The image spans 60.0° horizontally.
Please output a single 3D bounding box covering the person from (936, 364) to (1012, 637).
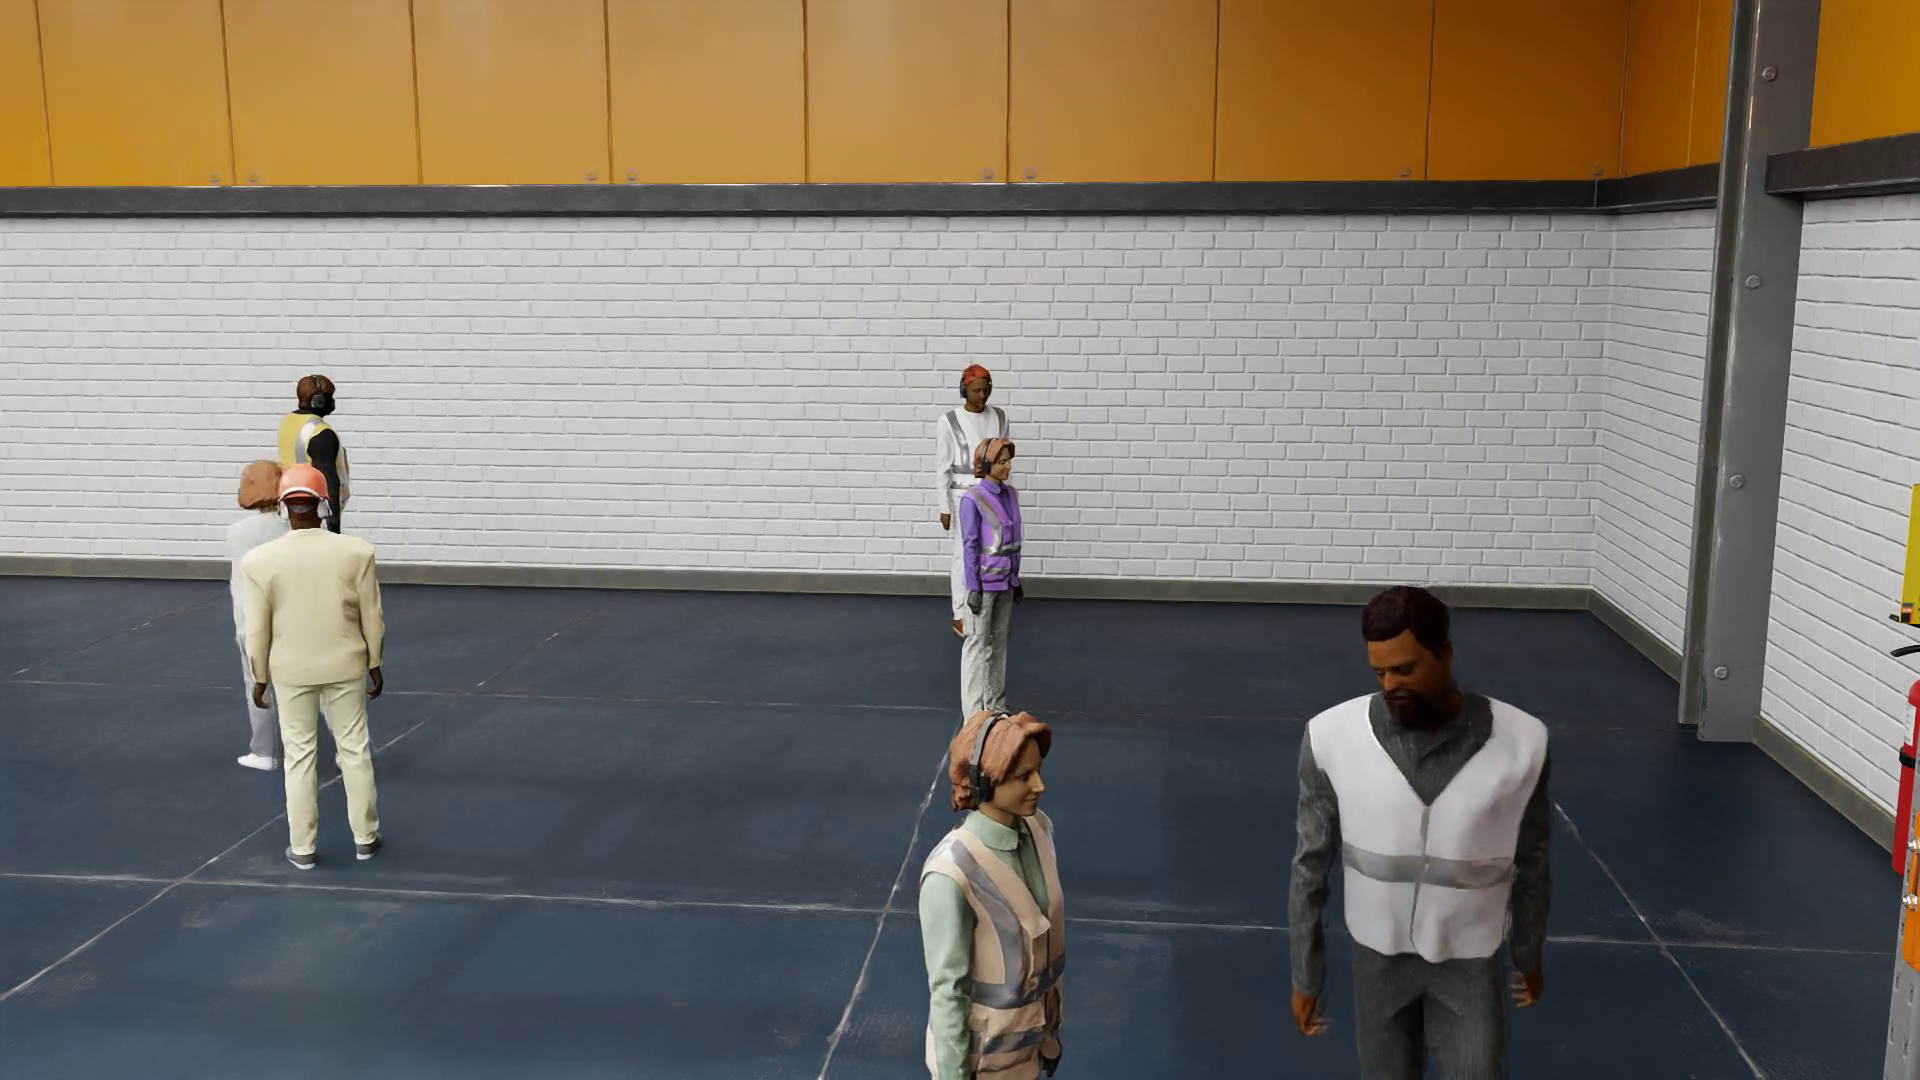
[{"bbox_3d":[0.108,-0.266,11.417,0.584,1.879,0.374,-6,12,-31],"label":"person"}]

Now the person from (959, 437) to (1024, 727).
[{"bbox_3d":[0.172,0.254,9.103,0.308,1.641,0.511,6,12,31],"label":"person"}]

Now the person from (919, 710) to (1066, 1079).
[{"bbox_3d":[0.078,1.183,3.789,0.307,1.640,0.520,5,11,26],"label":"person"}]

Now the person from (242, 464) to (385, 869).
[{"bbox_3d":[-2.770,0.540,7.168,0.563,1.742,0.339,-5,11,-25],"label":"person"}]

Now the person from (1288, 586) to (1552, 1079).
[{"bbox_3d":[1.120,1.010,4.092,0.612,1.874,0.515,3,10,15],"label":"person"}]

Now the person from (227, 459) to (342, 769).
[{"bbox_3d":[-3.391,0.397,8.384,0.678,1.613,0.508,6,12,31],"label":"person"}]

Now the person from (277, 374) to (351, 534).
[{"bbox_3d":[-4.271,-0.182,11.068,0.432,1.836,0.618,-10,14,-44],"label":"person"}]
